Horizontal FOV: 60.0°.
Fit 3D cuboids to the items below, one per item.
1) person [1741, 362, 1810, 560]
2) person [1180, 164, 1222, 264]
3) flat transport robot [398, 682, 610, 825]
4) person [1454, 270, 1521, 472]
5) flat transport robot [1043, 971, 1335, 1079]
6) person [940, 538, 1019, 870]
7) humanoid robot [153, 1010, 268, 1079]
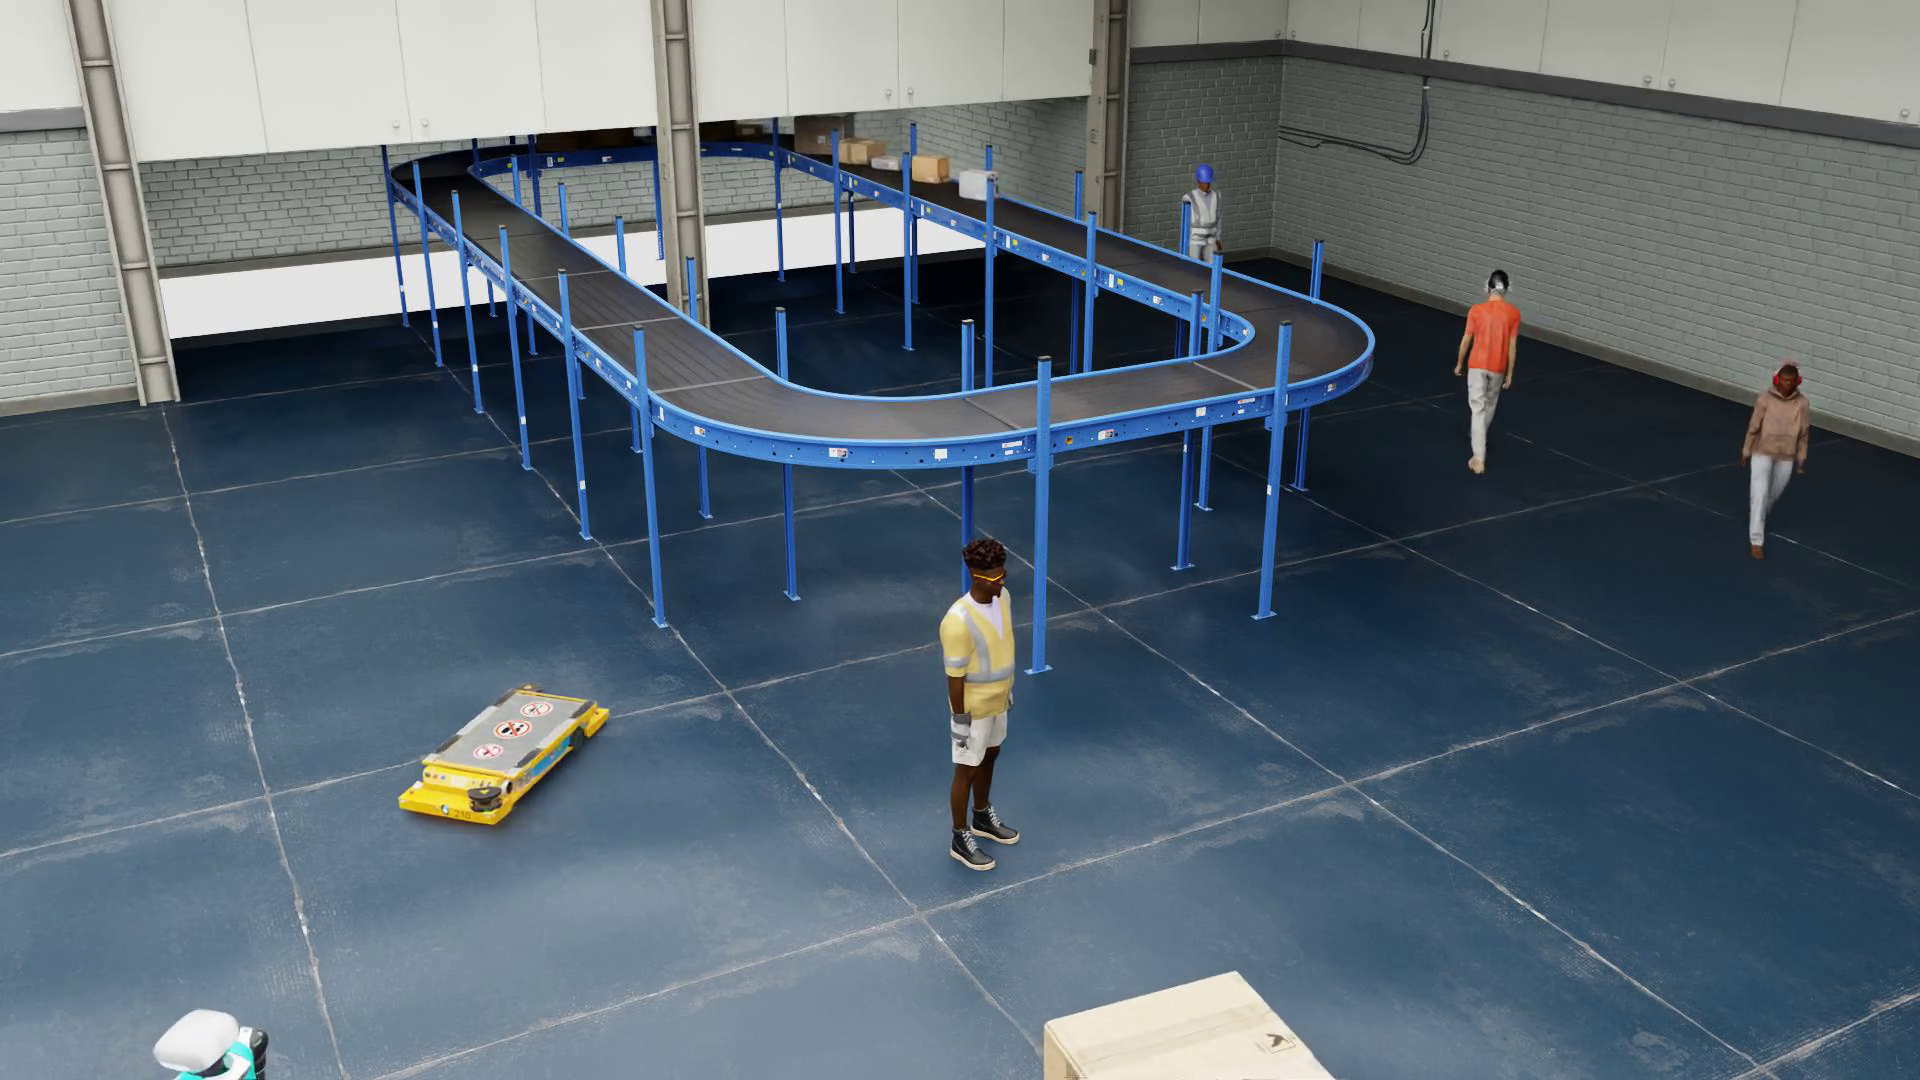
[{"bbox_3d":[6.779,-0.724,13.863,0.472,1.620,0.810,5,23,12],"label":"person"},{"bbox_3d":[3.043,-3.777,21.004,0.619,1.932,0.414,-12,25,-27],"label":"person"},{"bbox_3d":[-2.868,1.336,10.573,0.659,0.231,1.431,7,23,16],"label":"flat transport robot"},{"bbox_3d":[5.000,-1.652,15.833,0.502,1.859,0.987,2,22,5],"label":"person"},{"bbox_3d":[0.996,2.810,6.929,1.431,0.231,0.659,-9,24,-21],"label":"flat transport robot"},{"bbox_3d":[0.127,0.900,9.389,0.361,1.964,0.612,12,25,27],"label":"person"},{"bbox_3d":[-2.816,2.445,5.966,1.002,1.791,0.530,3,22,8],"label":"humanoid robot"}]
